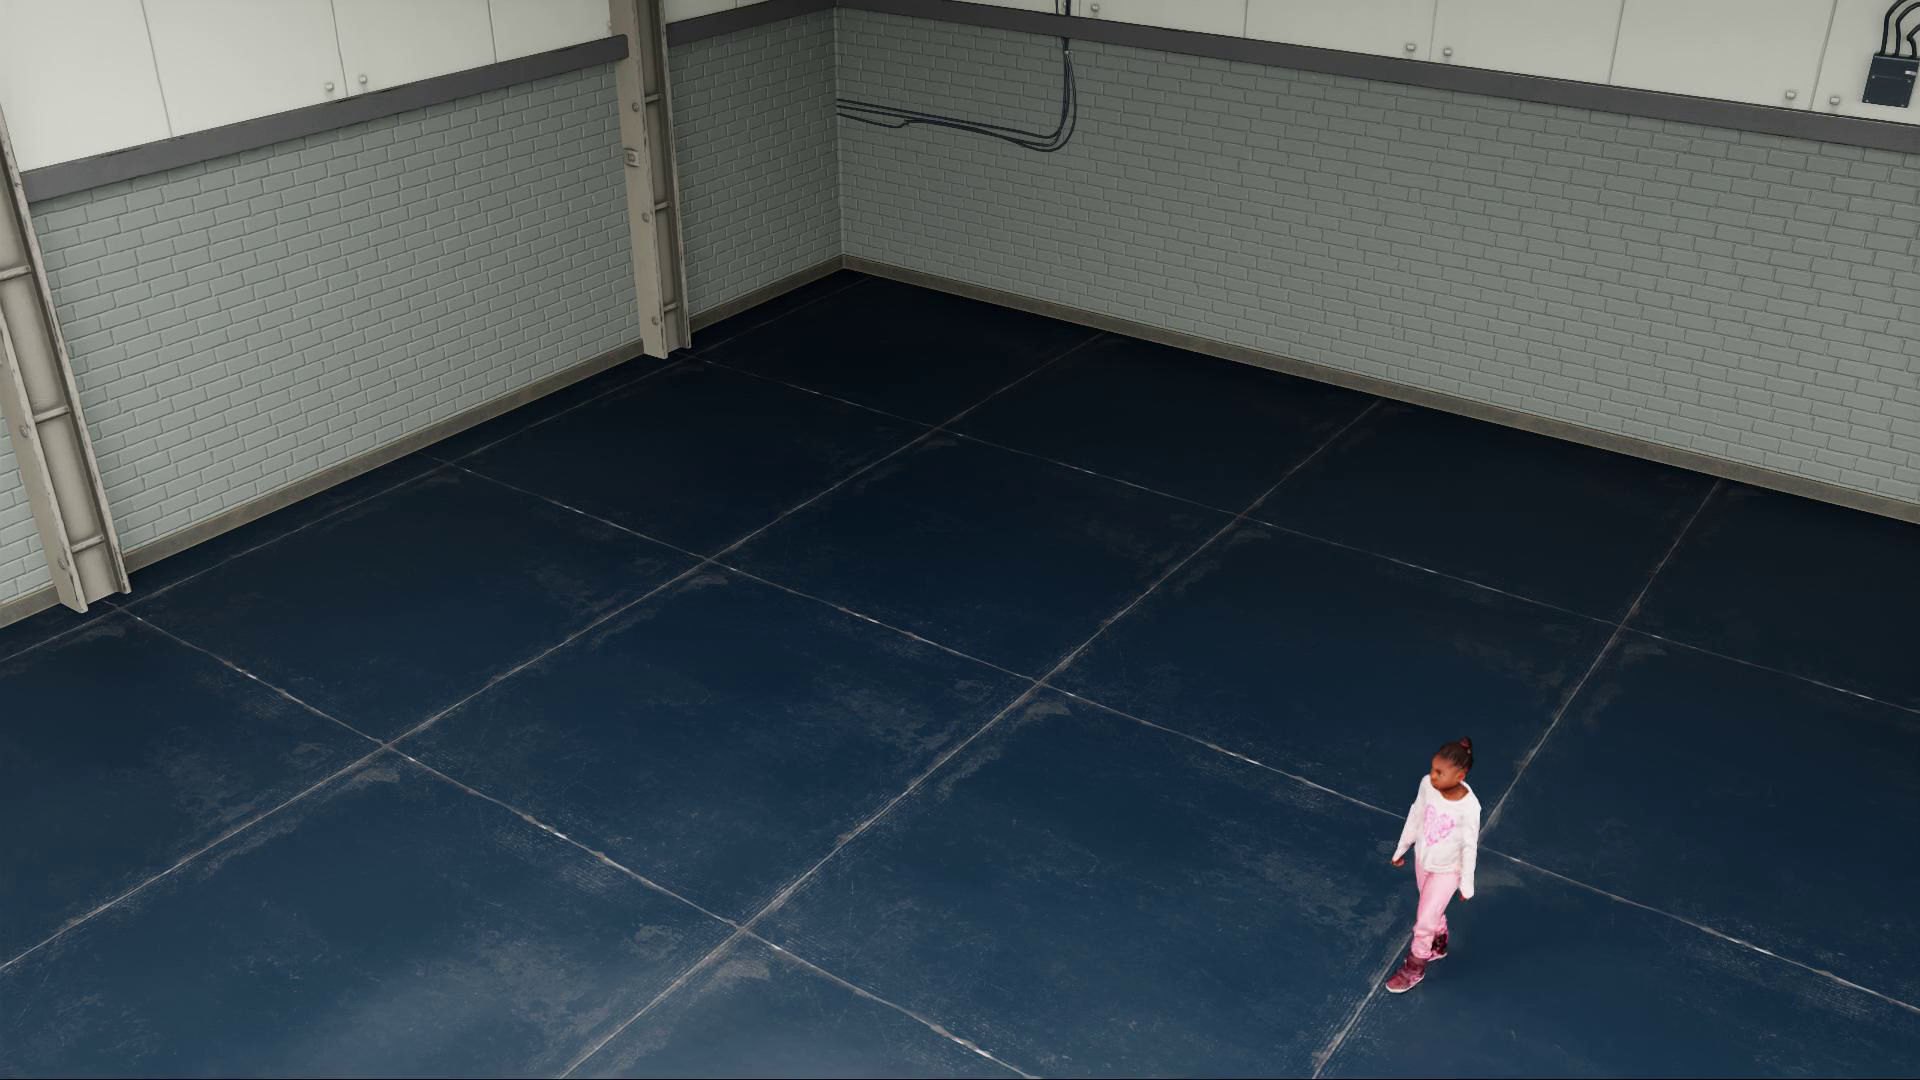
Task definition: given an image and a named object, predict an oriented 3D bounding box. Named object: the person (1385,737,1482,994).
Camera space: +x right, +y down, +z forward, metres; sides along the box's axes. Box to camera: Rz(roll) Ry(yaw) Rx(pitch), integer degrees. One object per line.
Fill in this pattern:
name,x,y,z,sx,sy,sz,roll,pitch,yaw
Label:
person,2.491,1.606,8.462,0.835,1.431,0.741,-14,31,-25
